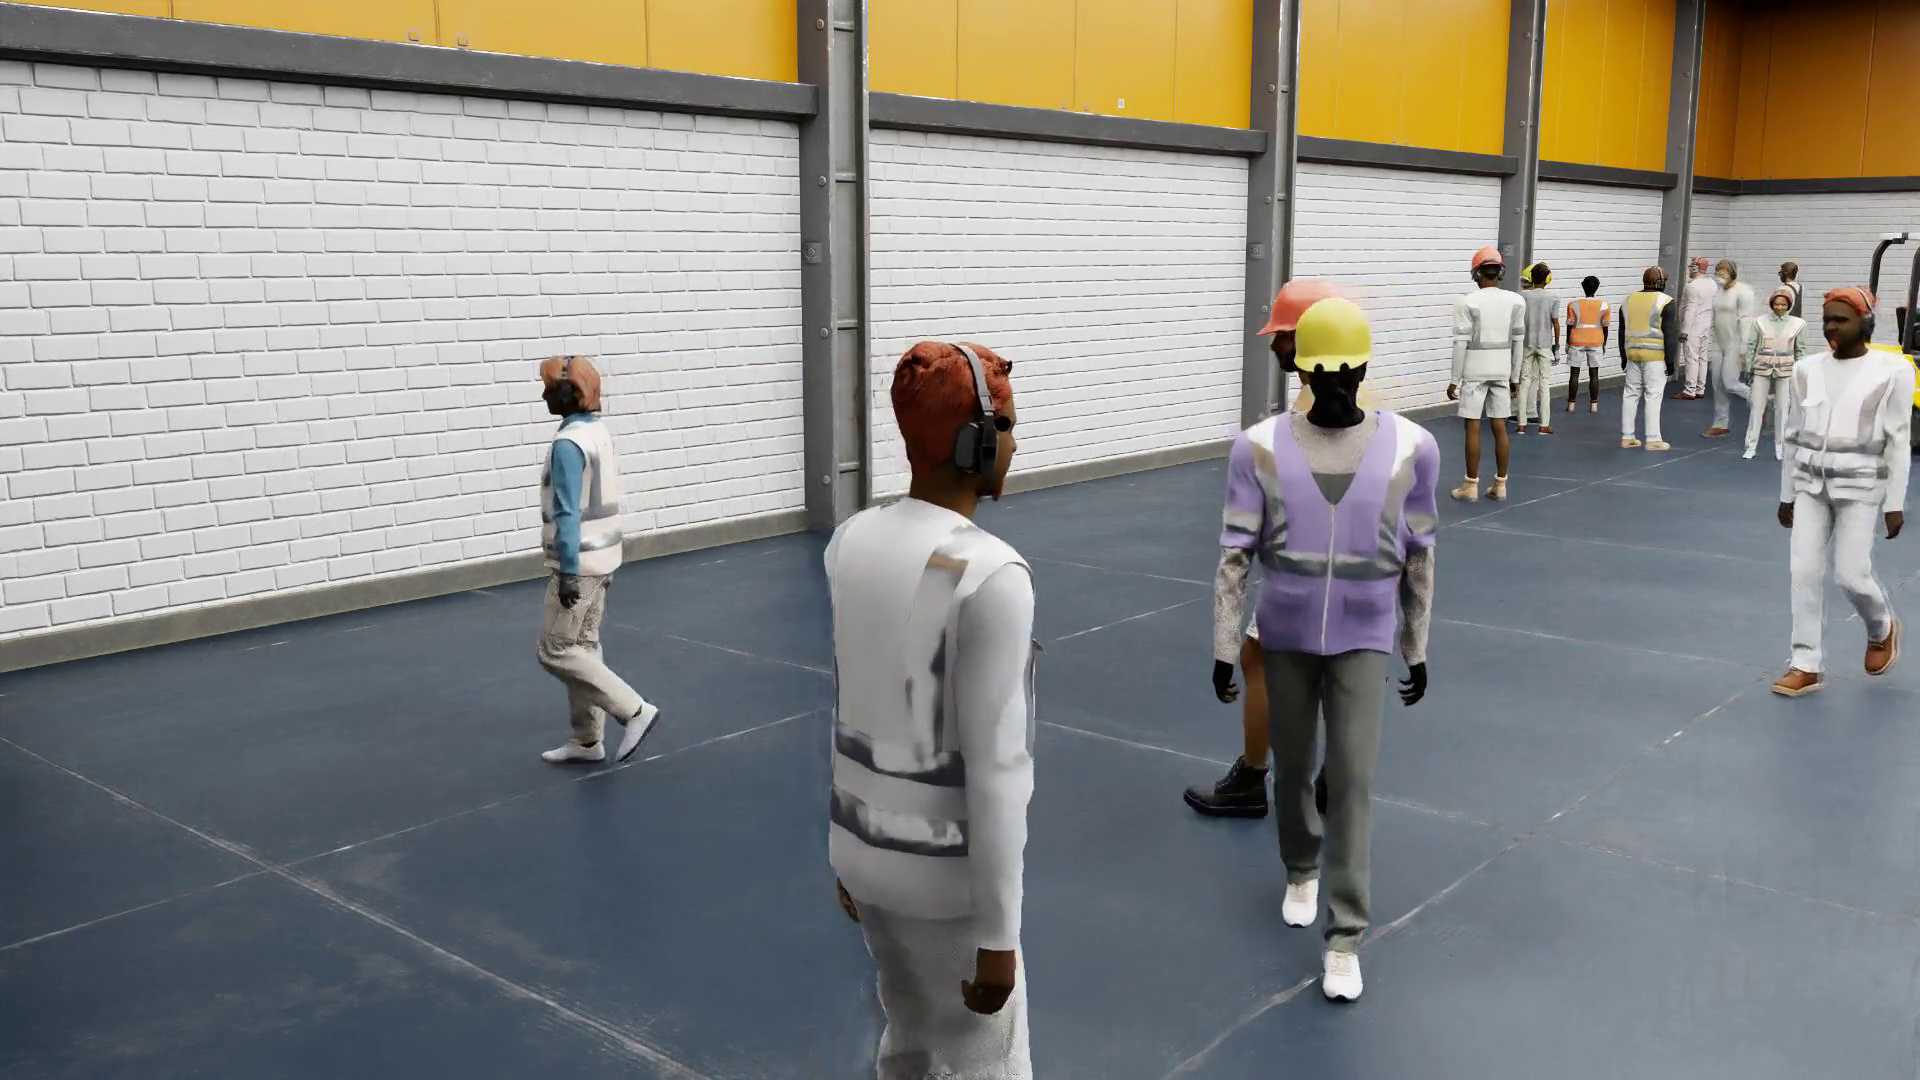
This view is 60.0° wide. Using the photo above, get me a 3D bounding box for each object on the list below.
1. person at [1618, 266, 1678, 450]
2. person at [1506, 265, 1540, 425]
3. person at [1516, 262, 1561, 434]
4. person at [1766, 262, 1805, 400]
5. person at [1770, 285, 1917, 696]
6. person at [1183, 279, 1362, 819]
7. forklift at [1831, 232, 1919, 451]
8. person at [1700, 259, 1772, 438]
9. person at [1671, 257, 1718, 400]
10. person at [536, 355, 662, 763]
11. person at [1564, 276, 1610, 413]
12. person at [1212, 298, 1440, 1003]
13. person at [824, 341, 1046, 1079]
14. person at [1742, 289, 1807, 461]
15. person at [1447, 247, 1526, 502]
[{"bbox_3d":[6.947,-1.828,16.781,0.429,1.842,0.629,-6,12,-30],"label":"person"},{"bbox_3d":[6.543,-2.237,19.130,0.404,1.831,0.600,-5,11,-25],"label":"person"},{"bbox_3d":[6.293,-2.086,18.166,0.516,1.873,0.329,5,11,28],"label":"person"},{"bbox_3d":[10.995,-2.771,22.139,0.517,1.843,0.326,-6,12,-30],"label":"person"},{"bbox_3d":[4.027,-0.220,7.561,0.652,1.864,0.589,-6,12,-32],"label":"person"},{"bbox_3d":[1.124,0.044,5.919,0.713,1.915,0.559,4,11,22],"label":"person"},{"bbox_3d":[9.955,-1.972,16.595,2.313,2.155,1.214,1,10,8],"label":"forklift"},{"bbox_3d":[8.299,-2.034,17.757,0.635,1.911,0.661,-2,10,-9],"label":"person"},{"bbox_3d":[9.849,-2.834,22.324,0.639,1.908,0.409,-9,13,-41],"label":"person"},{"bbox_3d":[-1.433,0.098,6.422,0.423,1.622,0.531,0,10,1],"label":"person"},{"bbox_3d":[7.748,-2.416,20.563,0.530,1.689,0.320,2,10,11],"label":"person"},{"bbox_3d":[1.032,0.264,4.727,0.610,1.892,0.818,3,10,14],"label":"person"},{"bbox_3d":[-0.131,0.592,2.908,0.626,1.870,0.589,-7,12,-34],"label":"person"},{"bbox_3d":[7.797,-1.578,15.934,0.514,1.640,0.310,5,11,26],"label":"person"},{"bbox_3d":[4.196,-1.320,13.347,0.611,2.030,0.405,-2,10,-10],"label":"person"}]
